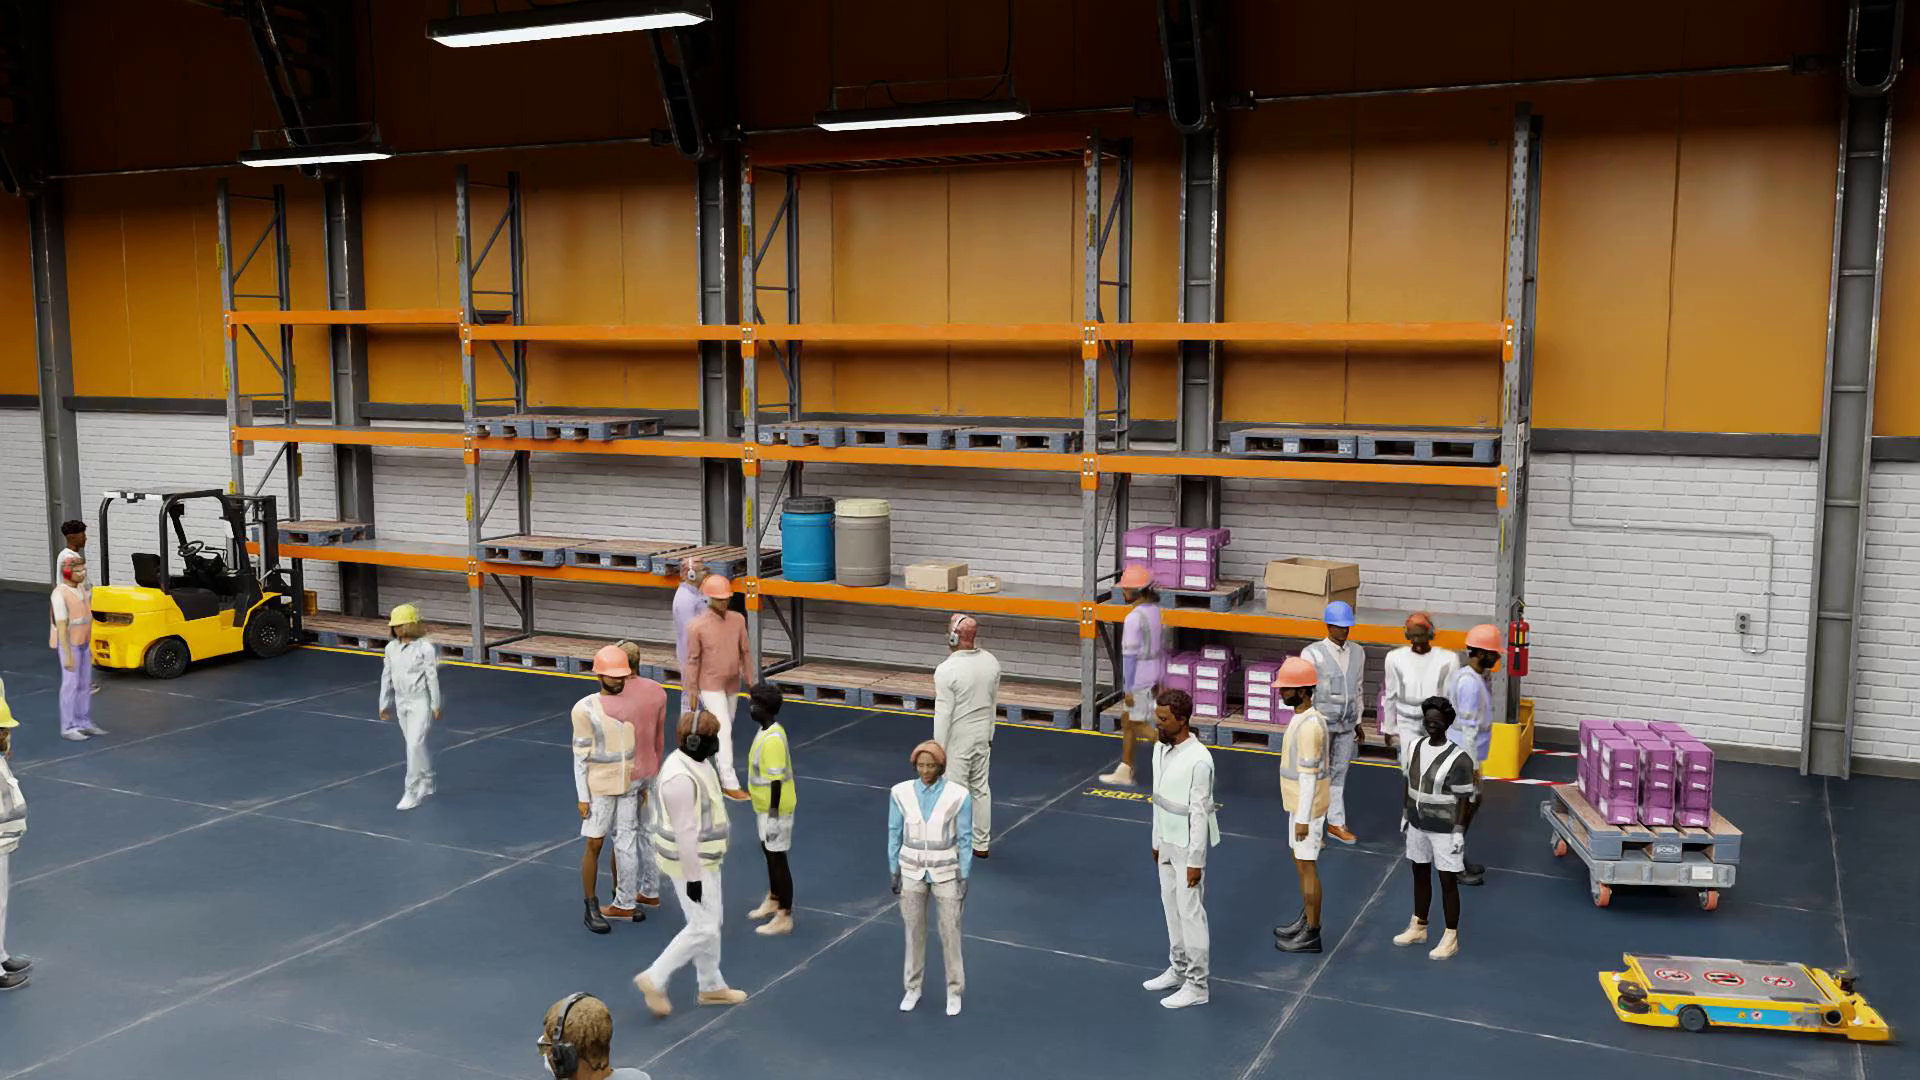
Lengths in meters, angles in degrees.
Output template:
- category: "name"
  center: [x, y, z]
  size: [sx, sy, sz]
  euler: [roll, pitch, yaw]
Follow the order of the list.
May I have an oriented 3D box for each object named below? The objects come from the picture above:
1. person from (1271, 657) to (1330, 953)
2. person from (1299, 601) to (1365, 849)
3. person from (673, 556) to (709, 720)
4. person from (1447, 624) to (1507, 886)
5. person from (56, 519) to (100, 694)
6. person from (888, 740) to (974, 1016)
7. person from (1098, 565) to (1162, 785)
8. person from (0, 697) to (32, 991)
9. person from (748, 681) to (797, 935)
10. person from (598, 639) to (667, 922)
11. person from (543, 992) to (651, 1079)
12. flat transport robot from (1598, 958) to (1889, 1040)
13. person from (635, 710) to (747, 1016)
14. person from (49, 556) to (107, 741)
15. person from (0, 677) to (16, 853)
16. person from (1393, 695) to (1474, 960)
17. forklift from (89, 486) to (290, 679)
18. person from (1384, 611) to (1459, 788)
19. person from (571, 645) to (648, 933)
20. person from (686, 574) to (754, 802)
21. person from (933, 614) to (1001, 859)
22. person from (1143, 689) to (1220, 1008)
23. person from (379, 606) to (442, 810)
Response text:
- category: "person"
  center: [2.208, 1.719, 10.842]
  size: [0.388, 1.929, 0.539]
  euler: [0, 7, 3]
- category: "person"
  center: [2.926, 1.437, 13.059]
  size: [0.603, 1.949, 0.397]
  euler: [-3, 8, -25]
- category: "person"
  center: [-2.535, 1.105, 15.961]
  size: [0.409, 1.913, 0.642]
  euler: [-1, 7, -8]
- category: "person"
  center: [3.755, 1.561, 12.151]
  size: [0.407, 1.923, 0.544]
  euler: [3, 7, 22]
- category: "person"
  center: [-9.942, 0.745, 18.703]
  size: [0.361, 1.963, 0.613]
  euler: [-4, 8, -32]
- category: "person"
  center: [-0.170, 1.984, 9.838]
  size: [0.519, 1.633, 0.312]
  euler: [1, 7, 12]
- category: "person"
  center: [1.676, 1.221, 14.635]
  size: [0.877, 2.017, 0.607]
  euler: [3, 8, 24]
- category: "person"
  center: [-5.930, 1.851, 10.179]
  size: [0.403, 1.819, 0.601]
  euler: [-4, 8, -29]
- category: "person"
  center: [-1.262, 1.789, 11.194]
  size: [0.322, 1.695, 0.552]
  euler: [-2, 7, -13]
- category: "person"
  center: [-2.276, 1.640, 11.424]
  size: [0.372, 1.940, 0.629]
  euler: [4, 8, 31]
- category: "person"
  center: [-1.167, 2.388, 5.309]
  size: [0.382, 1.928, 0.635]
  euler: [2, 7, 17]
- category: "flat transport robot"
  center: [4.567, 2.667, 9.768]
  size: [1.431, 0.197, 0.652]
  euler: [1, 7, 10]
- category: "person"
  center: [-1.588, 1.895, 9.774]
  size: [0.560, 1.826, 0.650]
  euler: [0, 7, 3]
- category: "person"
  center: [-8.811, 1.072, 16.526]
  size: [0.388, 1.844, 0.586]
  euler: [-1, 7, -6]
- category: "person"
  center: [-7.547, 1.567, 12.716]
  size: [0.533, 1.772, 0.297]
  euler: [-2, 7, -13]
- category: "person"
  center: [3.058, 1.840, 10.743]
  size: [0.315, 1.699, 0.540]
  euler: [-4, 8, -31]
- category: "forklift"
  center: [-9.426, 0.454, 20.179]
  size: [1.214, 2.155, 2.313]
  euler: [3, 8, 26]
- category: "person"
  center: [3.696, 1.455, 13.292]
  size: [0.593, 1.862, 0.722]
  euler: [2, 7, 18]
- category: "person"
  center: [-2.343, 1.662, 11.246]
  size: [0.379, 1.937, 0.548]
  euler: [7, 10, 43]
- category: "person"
  center: [-2.148, 1.252, 14.562]
  size: [0.951, 1.966, 0.607]
  euler: [6, 9, 41]
- category: "person"
  center: [0.010, 1.510, 12.613]
  size: [0.408, 1.913, 0.641]
  euler: [6, 9, 42]
- category: "person"
  center: [1.335, 1.831, 9.988]
  size: [0.391, 1.911, 0.585]
  euler: [-3, 7, -21]
- category: "person"
  center: [-4.731, 1.418, 14.176]
  size: [0.508, 1.711, 0.769]
  euler: [3, 7, 20]
